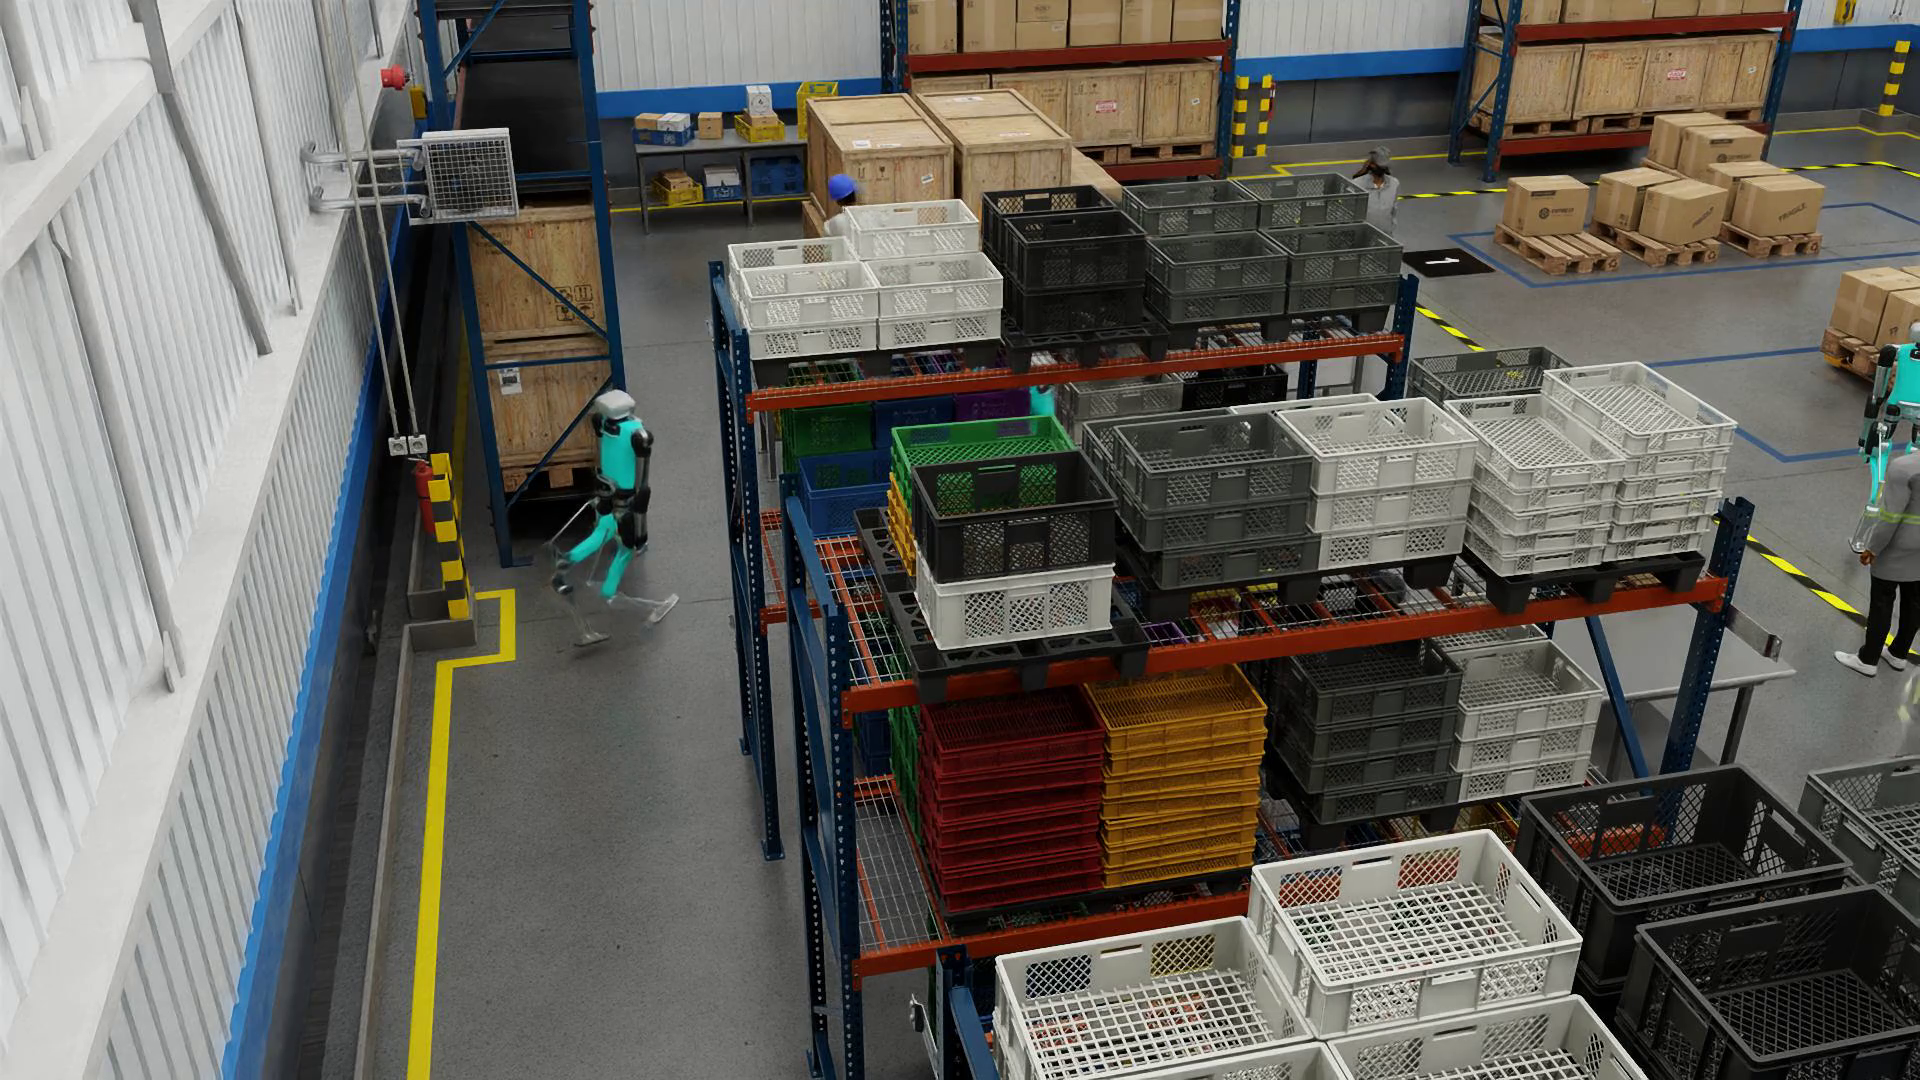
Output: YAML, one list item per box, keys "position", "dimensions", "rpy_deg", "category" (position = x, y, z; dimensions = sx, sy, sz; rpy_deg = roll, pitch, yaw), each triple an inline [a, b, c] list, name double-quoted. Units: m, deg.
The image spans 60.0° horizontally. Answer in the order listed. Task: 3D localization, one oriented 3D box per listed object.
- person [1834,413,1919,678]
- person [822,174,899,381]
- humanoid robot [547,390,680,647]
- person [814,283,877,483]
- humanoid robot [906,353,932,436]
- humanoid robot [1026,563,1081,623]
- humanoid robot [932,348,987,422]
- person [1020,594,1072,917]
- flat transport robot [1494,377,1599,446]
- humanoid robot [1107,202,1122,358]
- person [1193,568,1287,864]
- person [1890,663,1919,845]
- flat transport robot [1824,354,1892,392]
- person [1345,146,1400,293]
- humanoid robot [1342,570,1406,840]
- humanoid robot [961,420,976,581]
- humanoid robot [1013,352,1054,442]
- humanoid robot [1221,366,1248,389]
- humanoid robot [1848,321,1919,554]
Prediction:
- position: [5.892, -0.011, 10.371]
  dimensions: [0.596, 1.849, 0.387]
  rpy_deg: [-7, 29, -13]
  category: "person"
- position: [-0.876, -2.294, 14.670]
  dimensions: [0.668, 1.873, 0.957]
  rpy_deg: [-12, 30, -21]
  category: "person"
- position: [-2.286, -0.064, 10.589]
  dimensions: [0.536, 1.731, 1.033]
  rpy_deg: [24, 36, 38]
  category: "humanoid robot"
- position: [-0.866, -0.979, 12.038]
  dimensions: [0.674, 2.018, 0.660]
  rpy_deg: [-10, 29, -18]
  category: "person"
- position: [-0.269, -0.543, 11.623]
  dimensions: [0.716, 1.621, 0.590]
  rpy_deg: [1, 28, 2]
  category: "humanoid robot"
- position: [0.332, 0.818, 8.830]
  dimensions: [0.721, 1.719, 0.530]
  rpy_deg: [20, 34, 33]
  category: "humanoid robot"
- position: [-0.004, -0.448, 11.375]
  dimensions: [0.530, 1.835, 0.709]
  rpy_deg: [-1, 28, -2]
  category: "humanoid robot"
- position: [0.467, 1.046, 8.327]
  dimensions: [0.362, 1.887, 0.574]
  rpy_deg: [-3, 28, -6]
  category: "person"
- position: [4.780, -1.036, 14.013]
  dimensions: [0.659, 0.231, 1.431]
  rpy_deg: [-6, 28, -12]
  category: "flat transport robot"
- position: [1.298, -2.208, 14.766]
  dimensions: [0.606, 1.619, 0.767]
  rpy_deg: [-2, 28, -4]
  category: "humanoid robot"
- position: [1.483, 0.929, 8.607]
  dimensions: [0.585, 1.833, 0.403]
  rpy_deg: [3, 28, 5]
  category: "person"
- position: [5.039, 1.012, 8.484]
  dimensions: [0.768, 1.802, 0.454]
  rpy_deg: [-16, 32, -27]
  category: "person"
- position: [8.473, -1.467, 14.800]
  dimensions: [0.652, 0.197, 1.431]
  rpy_deg: [-6, 28, -12]
  category: "flat transport robot"
- position: [3.904, -2.908, 15.953]
  dimensions: [0.560, 1.769, 0.398]
  rpy_deg: [-8, 29, -14]
  category: "person"
- position: [2.170, 0.897, 8.824]
  dimensions: [0.340, 1.647, 0.601]
  rpy_deg: [6, 28, 10]
  category: "humanoid robot"
- position: [-0.003, -0.028, 10.573]
  dimensions: [0.315, 1.657, 0.599]
  rpy_deg: [1, 28, 2]
  category: "humanoid robot"
- position: [0.734, -0.339, 11.182]
  dimensions: [0.811, 1.822, 0.539]
  rpy_deg: [12, 30, 21]
  category: "humanoid robot"
- position: [1.826, -0.528, 11.542]
  dimensions: [0.538, 1.642, 0.584]
  rpy_deg: [-8, 29, -15]
  category: "humanoid robot"
- position: [6.516, -0.633, 11.530]
  dimensions: [0.533, 1.675, 0.735]
  rpy_deg: [14, 31, 24]
  category: "humanoid robot"
